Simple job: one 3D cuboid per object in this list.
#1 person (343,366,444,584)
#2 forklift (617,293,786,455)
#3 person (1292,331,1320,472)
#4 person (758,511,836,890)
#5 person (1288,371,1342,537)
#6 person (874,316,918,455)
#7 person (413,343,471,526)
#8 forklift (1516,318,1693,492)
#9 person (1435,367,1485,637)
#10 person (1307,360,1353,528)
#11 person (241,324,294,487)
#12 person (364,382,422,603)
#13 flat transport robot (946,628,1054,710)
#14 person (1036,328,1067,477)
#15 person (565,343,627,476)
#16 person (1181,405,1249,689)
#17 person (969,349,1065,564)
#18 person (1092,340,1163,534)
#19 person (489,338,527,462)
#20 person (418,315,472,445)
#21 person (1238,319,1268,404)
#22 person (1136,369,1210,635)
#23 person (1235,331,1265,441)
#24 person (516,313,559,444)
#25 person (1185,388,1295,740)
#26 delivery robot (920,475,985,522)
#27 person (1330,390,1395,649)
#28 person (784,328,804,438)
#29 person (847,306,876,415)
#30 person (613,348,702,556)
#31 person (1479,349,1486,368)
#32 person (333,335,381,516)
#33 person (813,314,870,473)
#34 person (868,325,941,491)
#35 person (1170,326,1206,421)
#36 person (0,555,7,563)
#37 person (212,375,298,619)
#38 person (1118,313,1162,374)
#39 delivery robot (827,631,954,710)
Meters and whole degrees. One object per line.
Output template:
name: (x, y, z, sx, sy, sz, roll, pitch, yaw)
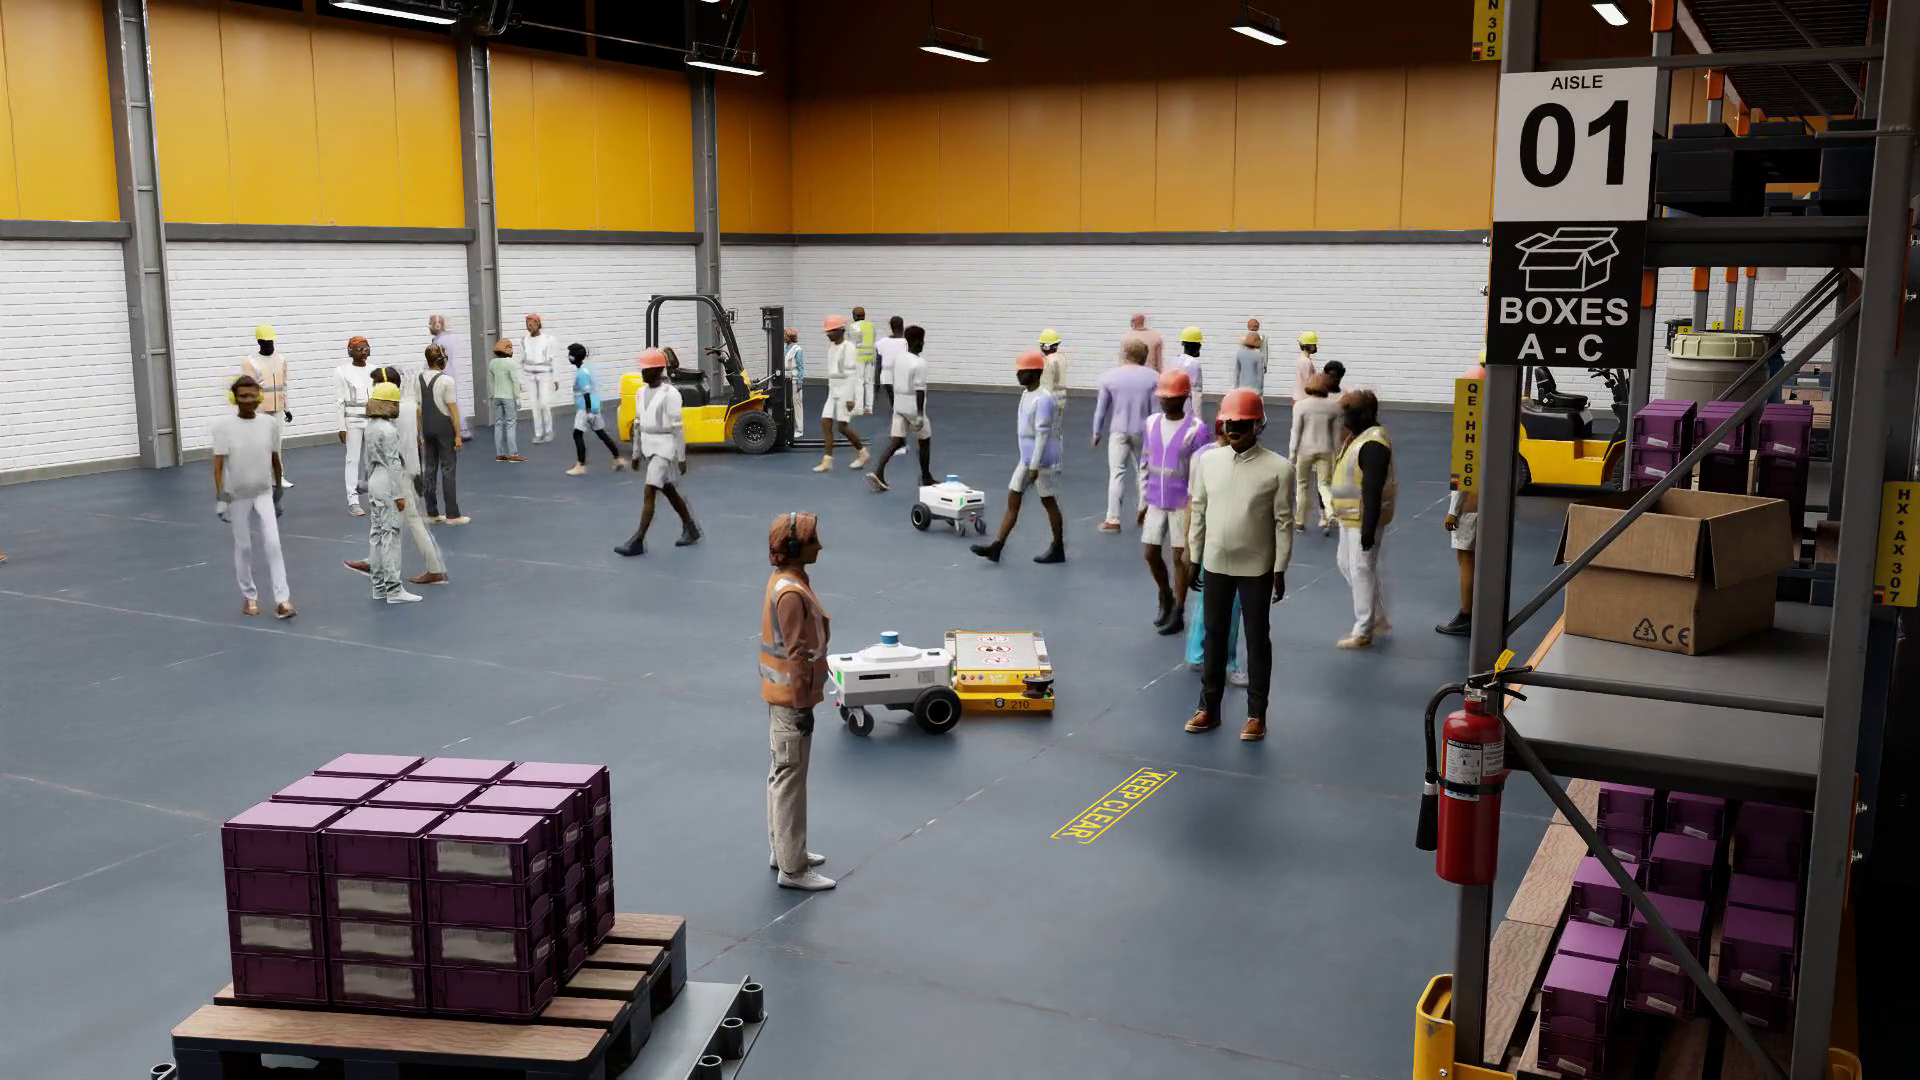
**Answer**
person: (-4.746, -0.525, 13.794, 0.954, 1.814, 0.482, 0, 10, 3)
forklift: (-3.588, -2.317, 23.042, 2.313, 2.155, 1.214, -1, 10, -5)
person: (4.355, -1.737, 20.929, 0.315, 1.769, 0.525, -1, 10, -3)
person: (-0.718, 0.690, 7.237, 0.310, 1.642, 0.514, -2, 10, -11)
person: (3.479, -0.836, 16.185, 0.533, 1.601, 0.741, -1, 10, -8)
person: (-0.807, -2.116, 22.791, 0.660, 1.872, 0.828, 5, 11, 27)
person: (-5.235, -1.054, 16.746, 0.507, 1.846, 0.346, 4, 11, 22)
forklift: (7.066, -1.601, 18.899, 2.313, 2.155, 1.214, 5, 11, 27)
person: (3.679, -0.271, 11.940, 0.545, 1.938, 0.359, -8, 13, -38)
person: (3.686, -0.943, 16.557, 0.540, 1.683, 0.444, 3, 10, 18)
person: (-8.039, -1.546, 19.354, 0.388, 1.927, 0.589, 6, 11, 30)
person: (-4.497, -0.375, 13.123, 0.306, 1.739, 0.485, -9, 13, -41)
flat transport robot: (0.229, 0.803, 10.547, 0.652, 0.197, 1.431, 0, 10, -1)
person: (1.081, -1.644, 20.190, 0.403, 1.835, 0.588, 4, 11, 21)
person: (-4.517, -1.632, 20.643, 0.749, 1.651, 0.557, -2, 10, -9)
person: (1.743, 0.022, 10.604, 0.721, 1.808, 0.554, 9, 13, 43)
person: (0.536, -0.708, 14.576, 0.930, 1.896, 0.569, -4, 10, -21)
person: (1.676, -1.037, 16.538, 0.707, 1.880, 0.899, 2, 10, 9)
person: (-5.979, -1.840, 21.908, 0.497, 1.632, 0.289, 5, 11, 29)
person: (-7.473, -2.296, 23.872, 0.861, 1.870, 0.643, -2, 10, -11)
person: (4.964, -2.931, 28.204, 0.513, 1.640, 0.309, 1, 10, 7)
person: (1.538, -0.273, 12.030, 0.588, 1.925, 0.527, 7, 12, 37)
person: (4.165, -2.215, 24.099, 0.510, 1.621, 0.492, 9, 14, 44)
person: (-6.094, -2.310, 23.917, 0.615, 1.873, 0.446, 2, 10, 10)
person: (1.573, 0.135, 9.424, 0.609, 1.996, 0.379, 6, 11, 30)
delivery robot: (-0.077, -0.397, 16.397, 0.477, 0.478, 0.707, -8, 13, -38)
person: (2.820, -0.138, 11.550, 0.509, 1.820, 0.691, 0, 10, 2)
person: (-2.511, -2.340, 24.780, 0.314, 1.642, 0.515, -8, 13, -40)
person: (-1.701, -3.043, 28.280, 0.430, 1.840, 0.625, 8, 12, 38)
person: (-2.776, -0.826, 15.310, 0.558, 1.890, 1.014, 9, 13, 43)
person: (5.663, -1.197, 17.906, 0.551, 1.719, 0.888, -1, 10, -3)
person: (-6.284, -1.203, 17.498, 0.355, 1.882, 0.575, 8, 13, 39)
person: (-1.534, -1.844, 20.918, 0.775, 1.984, 0.663, -7, 12, -34)
person: (-0.636, -1.518, 19.187, 0.944, 1.931, 0.615, -9, 13, -43)
person: (2.562, -1.437, 18.718, 0.378, 1.928, 0.585, -4, 10, -20)
person: (-8.755, -0.740, 14.655, 0.632, 1.939, 0.368, 9, 13, 41)
person: (-5.270, -0.296, 12.408, 0.521, 1.835, 0.835, -6, 12, -32)
person: (2.607, -2.355, 24.221, 0.673, 1.871, 0.667, -2, 10, -10)
delivery robot: (-0.406, 0.773, 9.625, 0.707, 0.478, 0.477, -2, 10, -14)
